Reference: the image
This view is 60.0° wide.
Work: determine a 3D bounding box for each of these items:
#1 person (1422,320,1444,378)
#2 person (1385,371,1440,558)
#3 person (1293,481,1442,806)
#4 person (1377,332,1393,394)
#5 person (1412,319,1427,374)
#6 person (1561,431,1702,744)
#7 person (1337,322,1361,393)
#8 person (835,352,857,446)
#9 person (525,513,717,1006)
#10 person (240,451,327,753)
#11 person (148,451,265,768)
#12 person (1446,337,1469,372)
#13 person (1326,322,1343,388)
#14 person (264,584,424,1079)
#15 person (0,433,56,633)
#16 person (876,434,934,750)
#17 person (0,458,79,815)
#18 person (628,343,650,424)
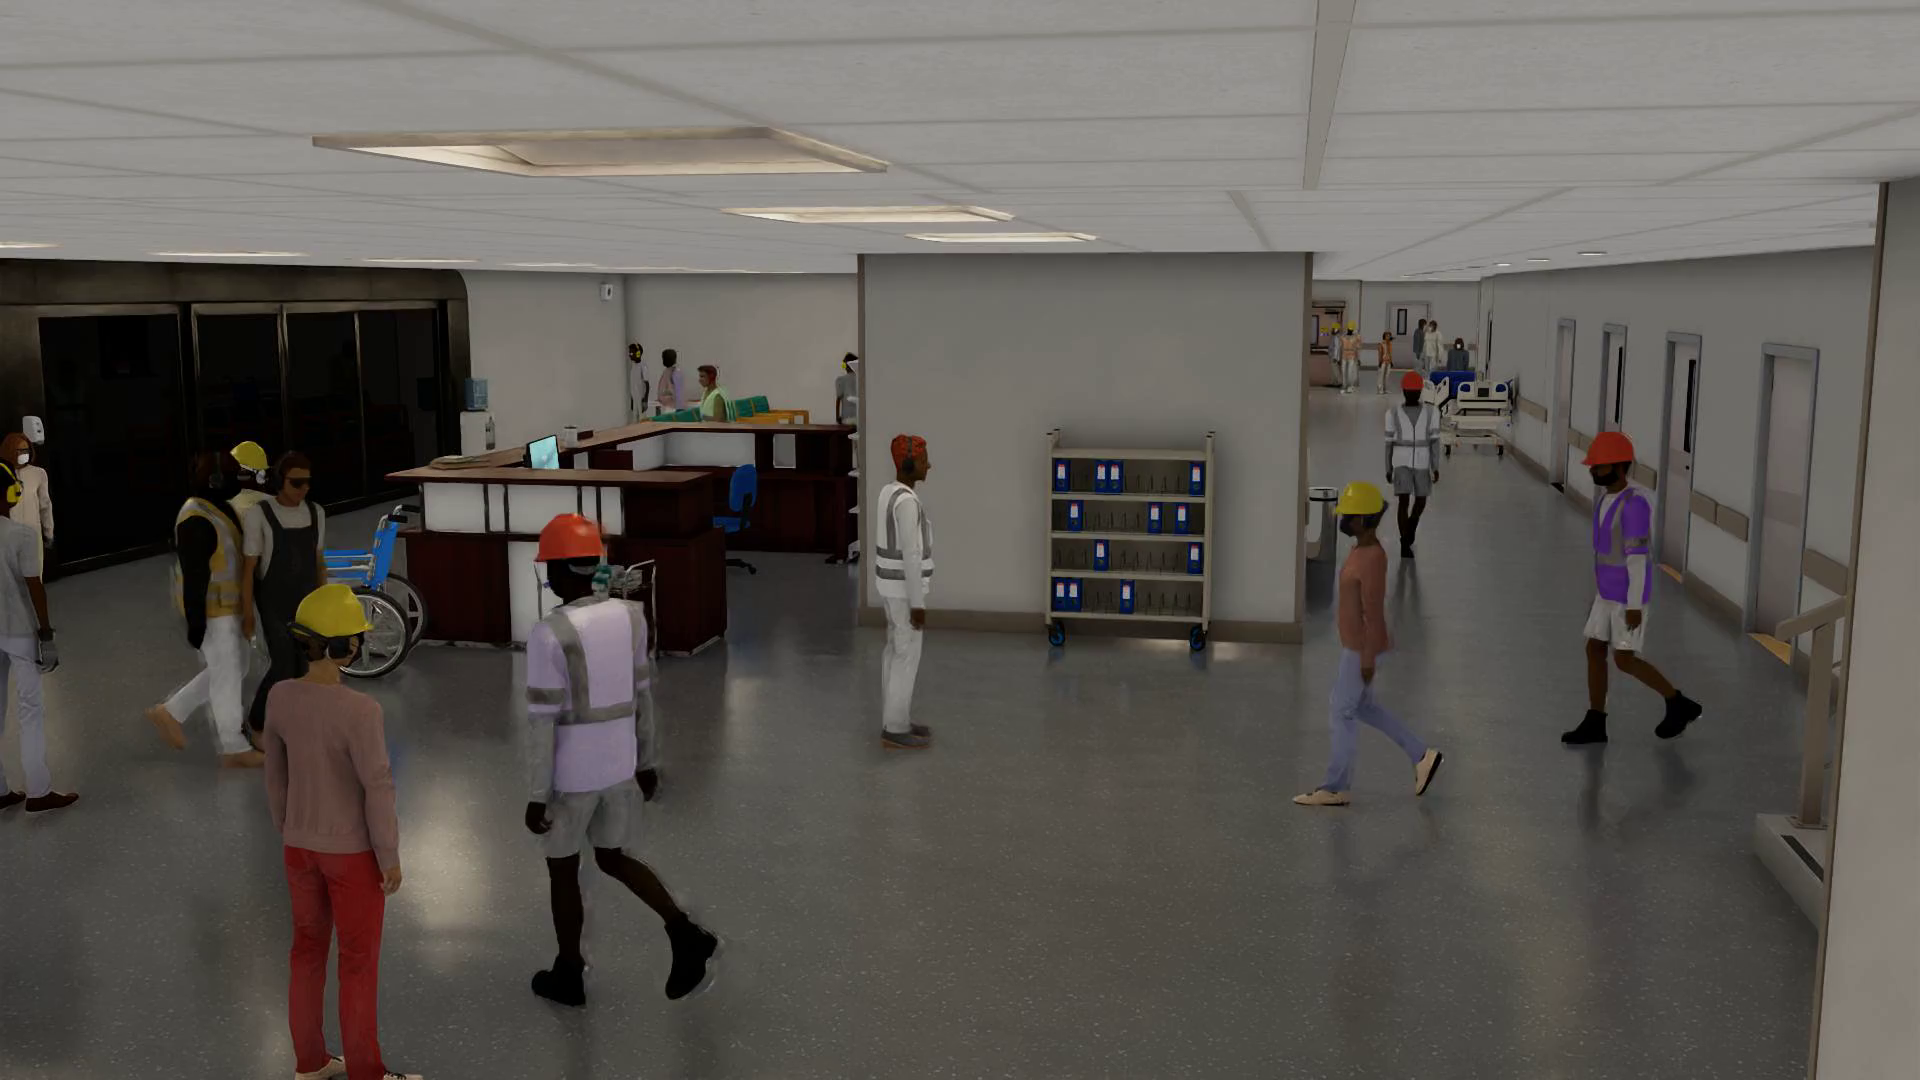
[{"bbox_3d":[12.549,-4.867,44.141,0.474,1.927,0.625,-4,10,-26],"label":"person"},{"bbox_3d":[4.671,-0.803,17.244,0.549,1.919,0.811,1,9,7],"label":"person"},{"bbox_3d":[2.169,0.554,8.756,0.721,1.744,0.531,1,9,9],"label":"person"},{"bbox_3d":[11.154,-4.642,43.613,0.523,1.639,0.309,-6,11,-36],"label":"person"},{"bbox_3d":[12.894,-5.241,46.649,0.382,1.928,0.635,4,9,25],"label":"person"},{"bbox_3d":[4.021,0.303,9.923,0.718,1.912,0.561,-1,9,-4],"label":"person"},{"bbox_3d":[10.220,-4.792,43.744,0.648,1.896,0.437,6,11,36],"label":"person"},{"bbox_3d":[-1.510,-1.730,23.587,0.519,1.855,0.716,-2,9,-10],"label":"person"},{"bbox_3d":[-1.327,0.857,6.259,0.703,1.910,0.572,6,10,33],"label":"person"},{"bbox_3d":[-3.890,0.390,9.607,0.443,1.822,0.514,5,10,30],"label":"person"},{"bbox_3d":[-4.328,0.399,9.546,0.649,1.828,0.653,-2,9,-10],"label":"person"},{"bbox_3d":[11.643,-3.930,38.924,0.528,1.618,0.403,4,10,26],"label":"person"},{"bbox_3d":[10.438,-5.136,46.286,0.403,1.840,0.595,2,9,14],"label":"person"},{"bbox_3d":[-2.087,1.023,5.603,0.533,1.767,0.312,4,10,27],"label":"person"},{"bbox_3d":[-7.395,-0.035,13.101,0.285,1.628,0.504,6,10,33],"label":"person"},{"bbox_3d":[-0.329,0.309,9.962,0.338,1.885,0.584,-2,9,-15],"label":"person"},{"bbox_3d":[-4.954,0.504,8.683,0.518,1.876,0.326,1,9,9],"label":"person"},{"bbox_3d":[-5.238,-2.269,27.115,0.310,1.865,0.532,-6,10,-35],"label":"person"}]
